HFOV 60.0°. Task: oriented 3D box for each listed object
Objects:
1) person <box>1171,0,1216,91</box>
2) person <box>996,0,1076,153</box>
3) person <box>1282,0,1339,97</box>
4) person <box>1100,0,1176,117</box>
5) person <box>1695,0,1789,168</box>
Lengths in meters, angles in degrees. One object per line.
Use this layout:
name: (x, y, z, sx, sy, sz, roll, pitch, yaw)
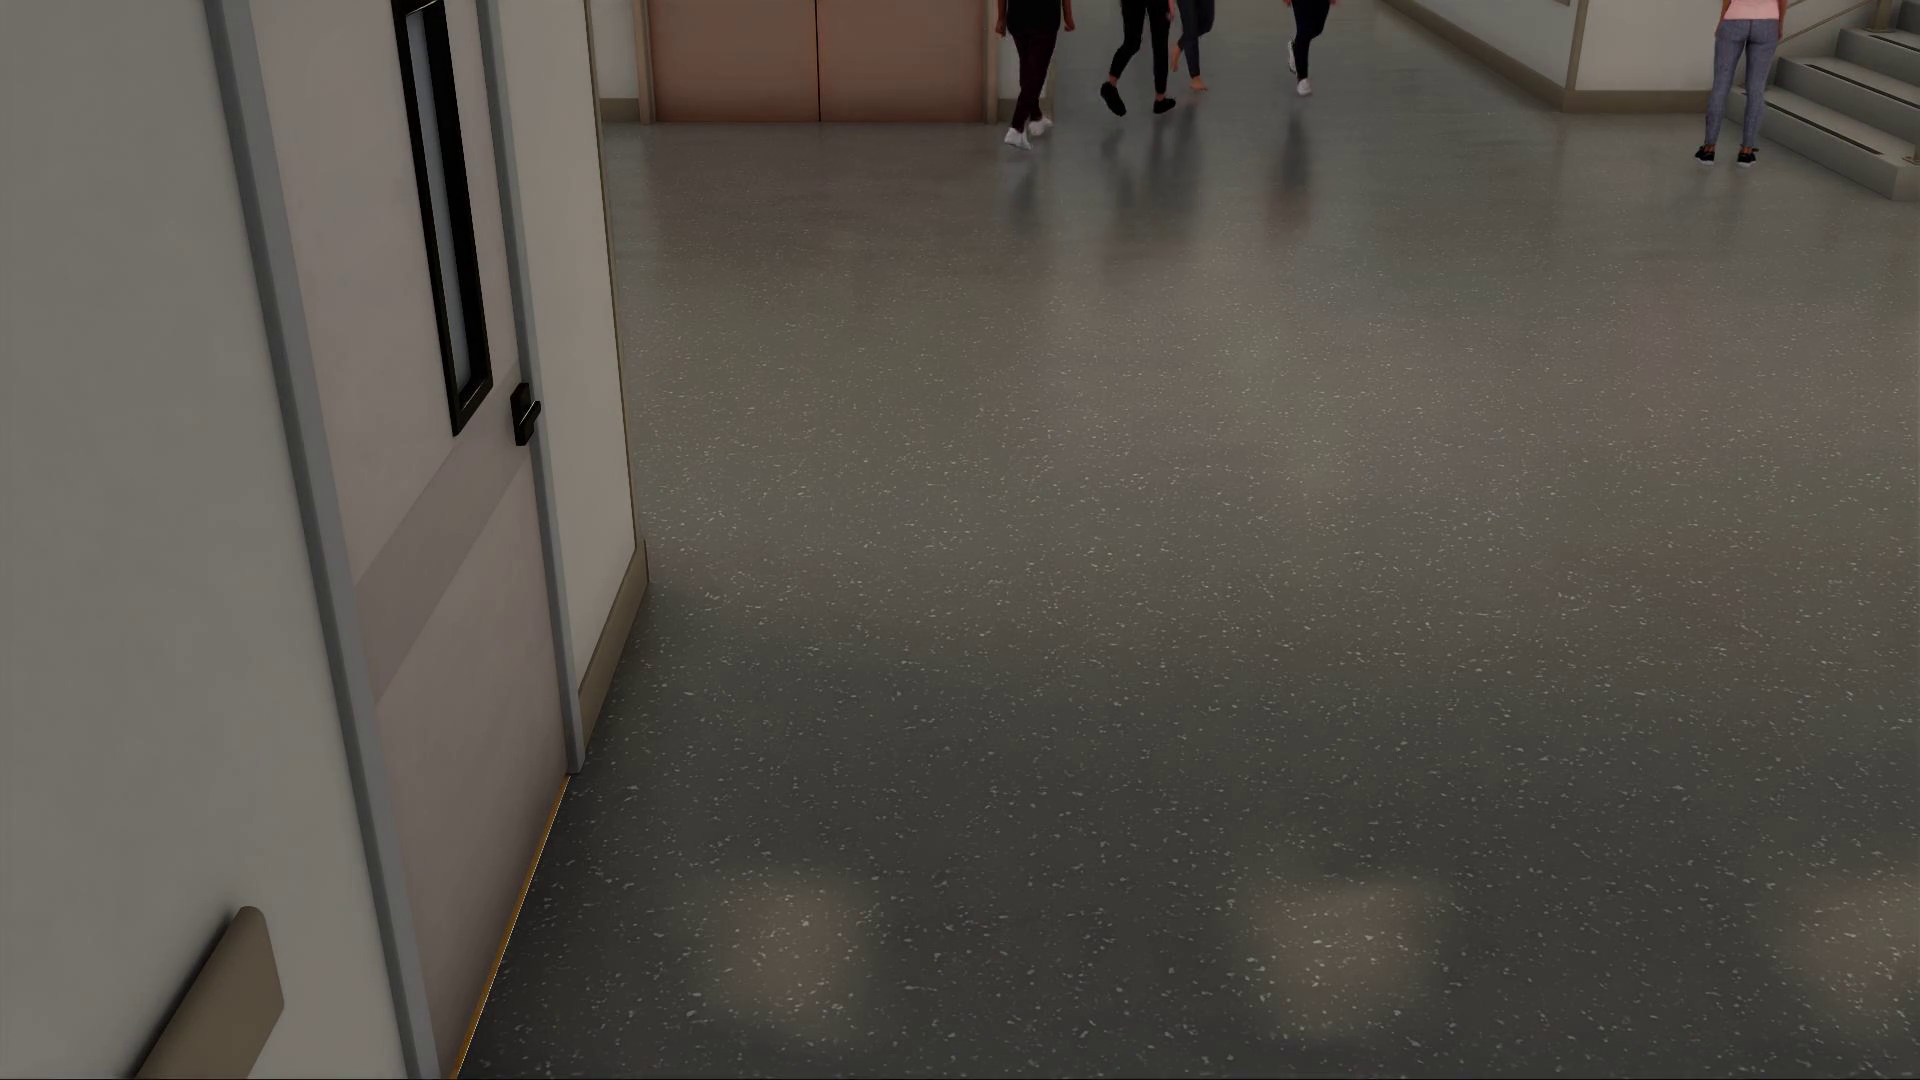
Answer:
person: (1.742, -4.365, 12.764, 0.944, 1.743, 0.878, -10, 28, -20)
person: (0.446, -3.400, 10.747, 1.142, 1.757, 1.065, 15, 30, 28)
person: (2.655, -4.235, 12.644, 0.950, 1.612, 0.688, -2, 26, -4)
person: (1.253, -3.841, 11.747, 1.047, 1.683, 1.031, 20, 32, 36)
person: (4.950, -3.229, 10.430, 0.541, 1.725, 0.675, 9, 27, 18)
